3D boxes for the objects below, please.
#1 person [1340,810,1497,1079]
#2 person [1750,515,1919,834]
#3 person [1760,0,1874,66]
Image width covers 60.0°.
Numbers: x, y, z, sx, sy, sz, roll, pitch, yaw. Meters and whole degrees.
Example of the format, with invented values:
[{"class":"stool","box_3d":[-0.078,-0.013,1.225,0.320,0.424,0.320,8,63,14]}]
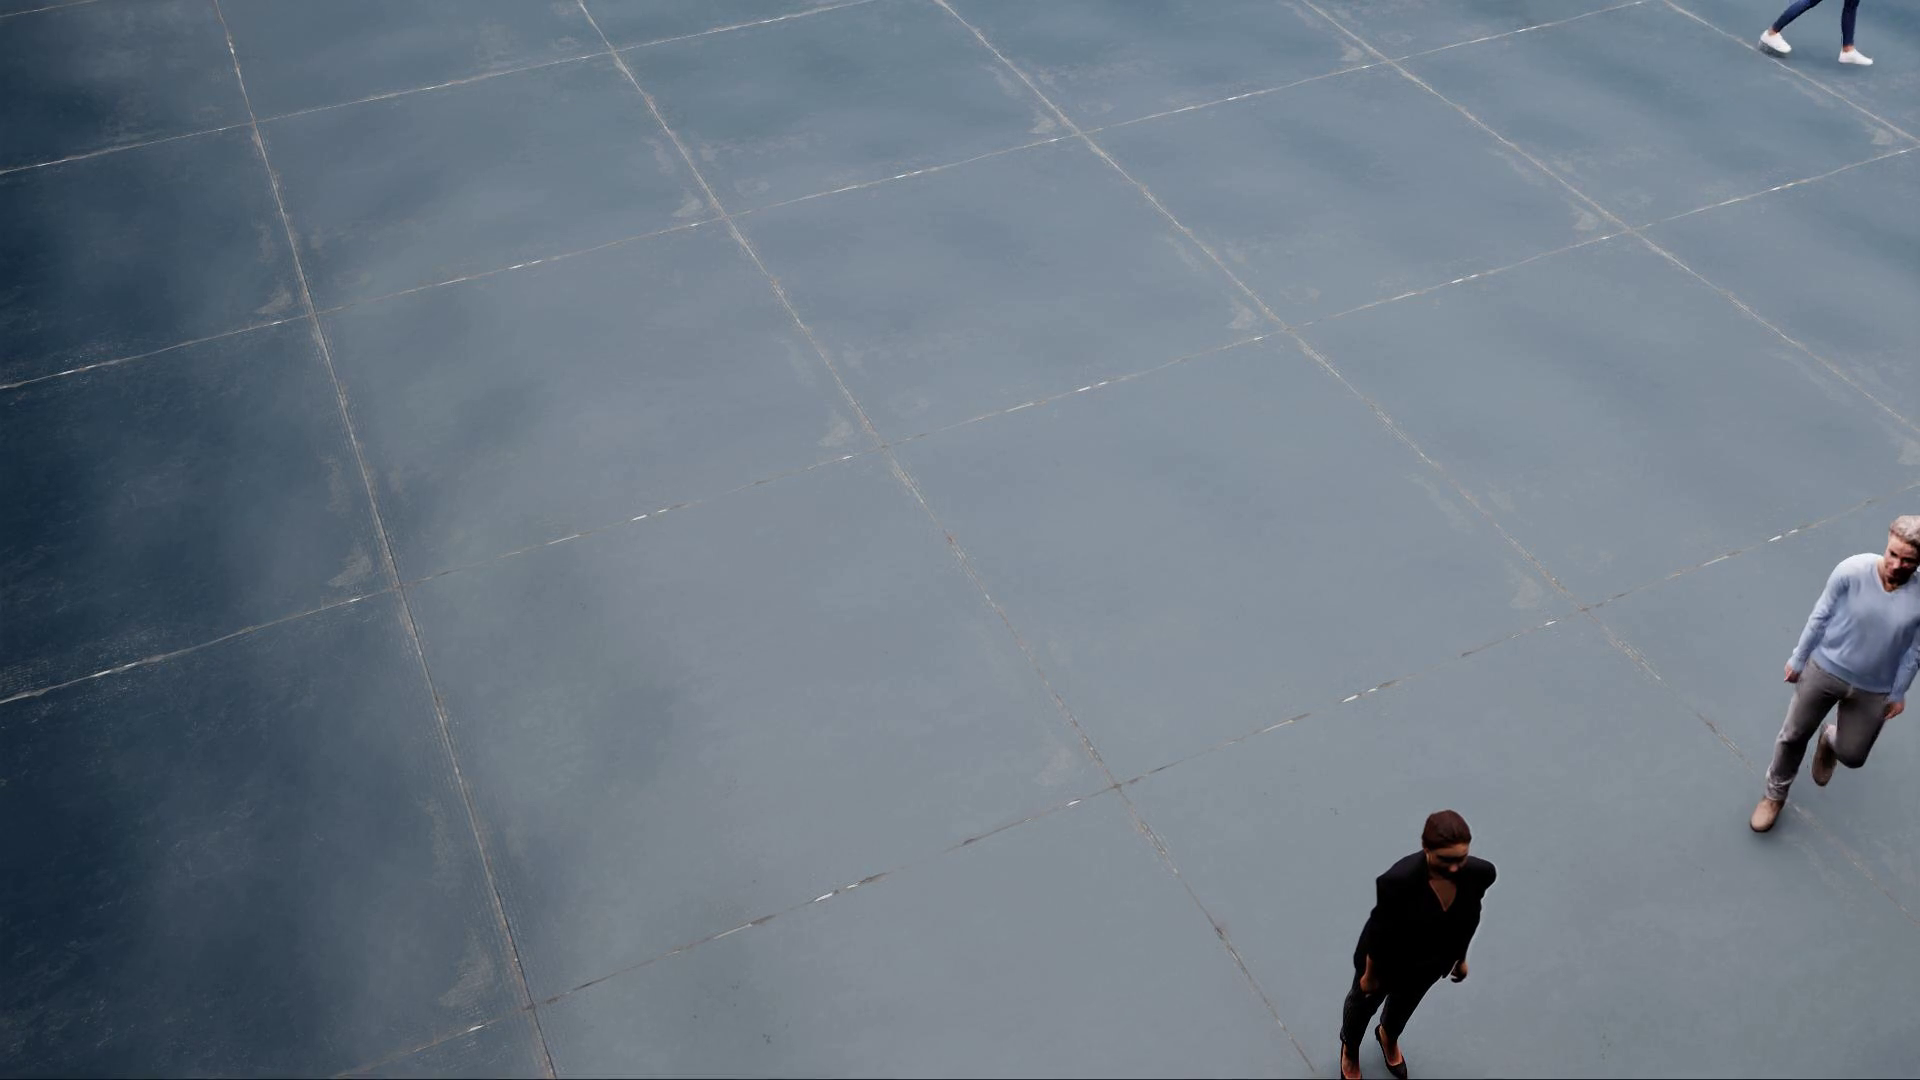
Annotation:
[{"class":"person","box_3d":[1.789,1.645,6.666,0.670,1.719,0.618,-11,43,-11]},{"class":"person","box_3d":[4.141,0.585,7.714,0.983,1.880,0.991,24,47,24]},{"class":"person","box_3d":[7.210,-4.788,13.741,1.229,1.730,1.018,24,48,24]}]
